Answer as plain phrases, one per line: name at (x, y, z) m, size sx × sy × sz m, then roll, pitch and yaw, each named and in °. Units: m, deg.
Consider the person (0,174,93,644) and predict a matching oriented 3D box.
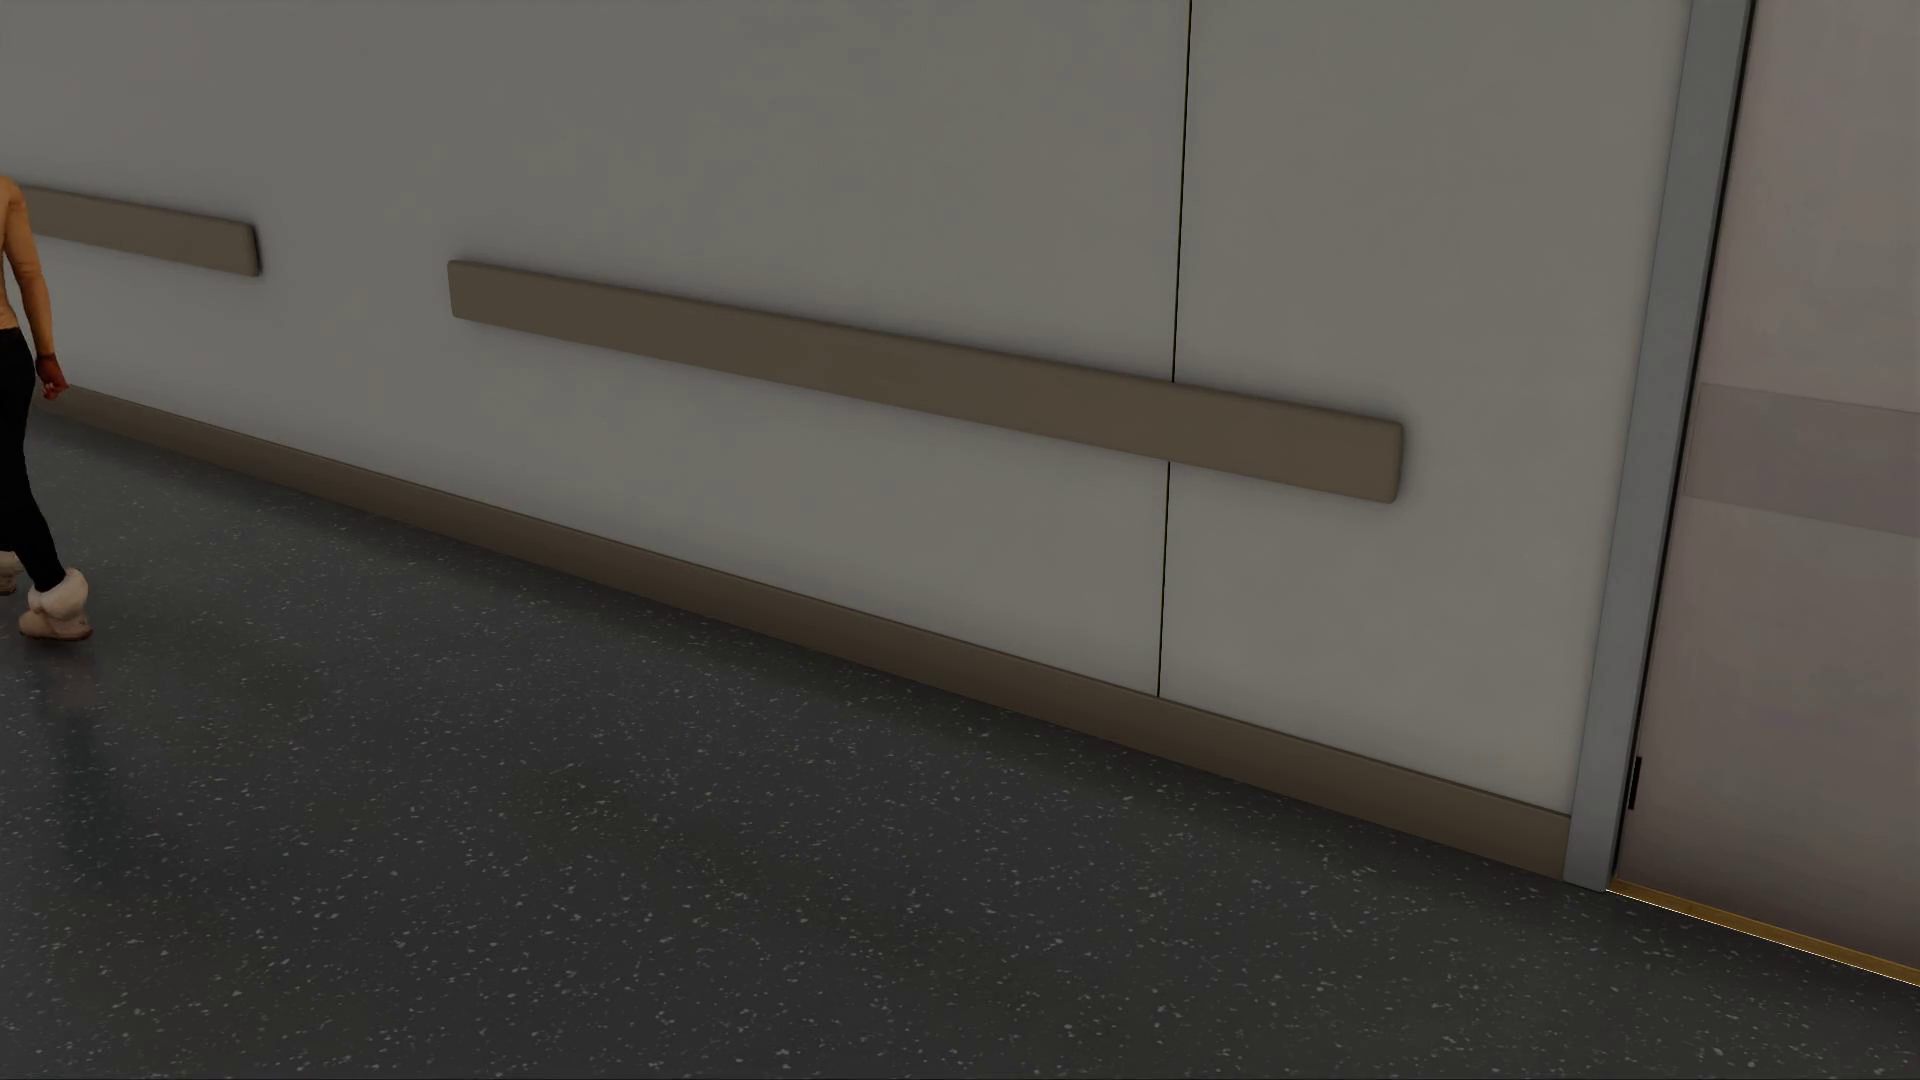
person at (-2.751, -0.475, 4.727) m, size 0.685 × 1.631 × 0.961 m, roll 12°, pitch 24°, yaw 29°
